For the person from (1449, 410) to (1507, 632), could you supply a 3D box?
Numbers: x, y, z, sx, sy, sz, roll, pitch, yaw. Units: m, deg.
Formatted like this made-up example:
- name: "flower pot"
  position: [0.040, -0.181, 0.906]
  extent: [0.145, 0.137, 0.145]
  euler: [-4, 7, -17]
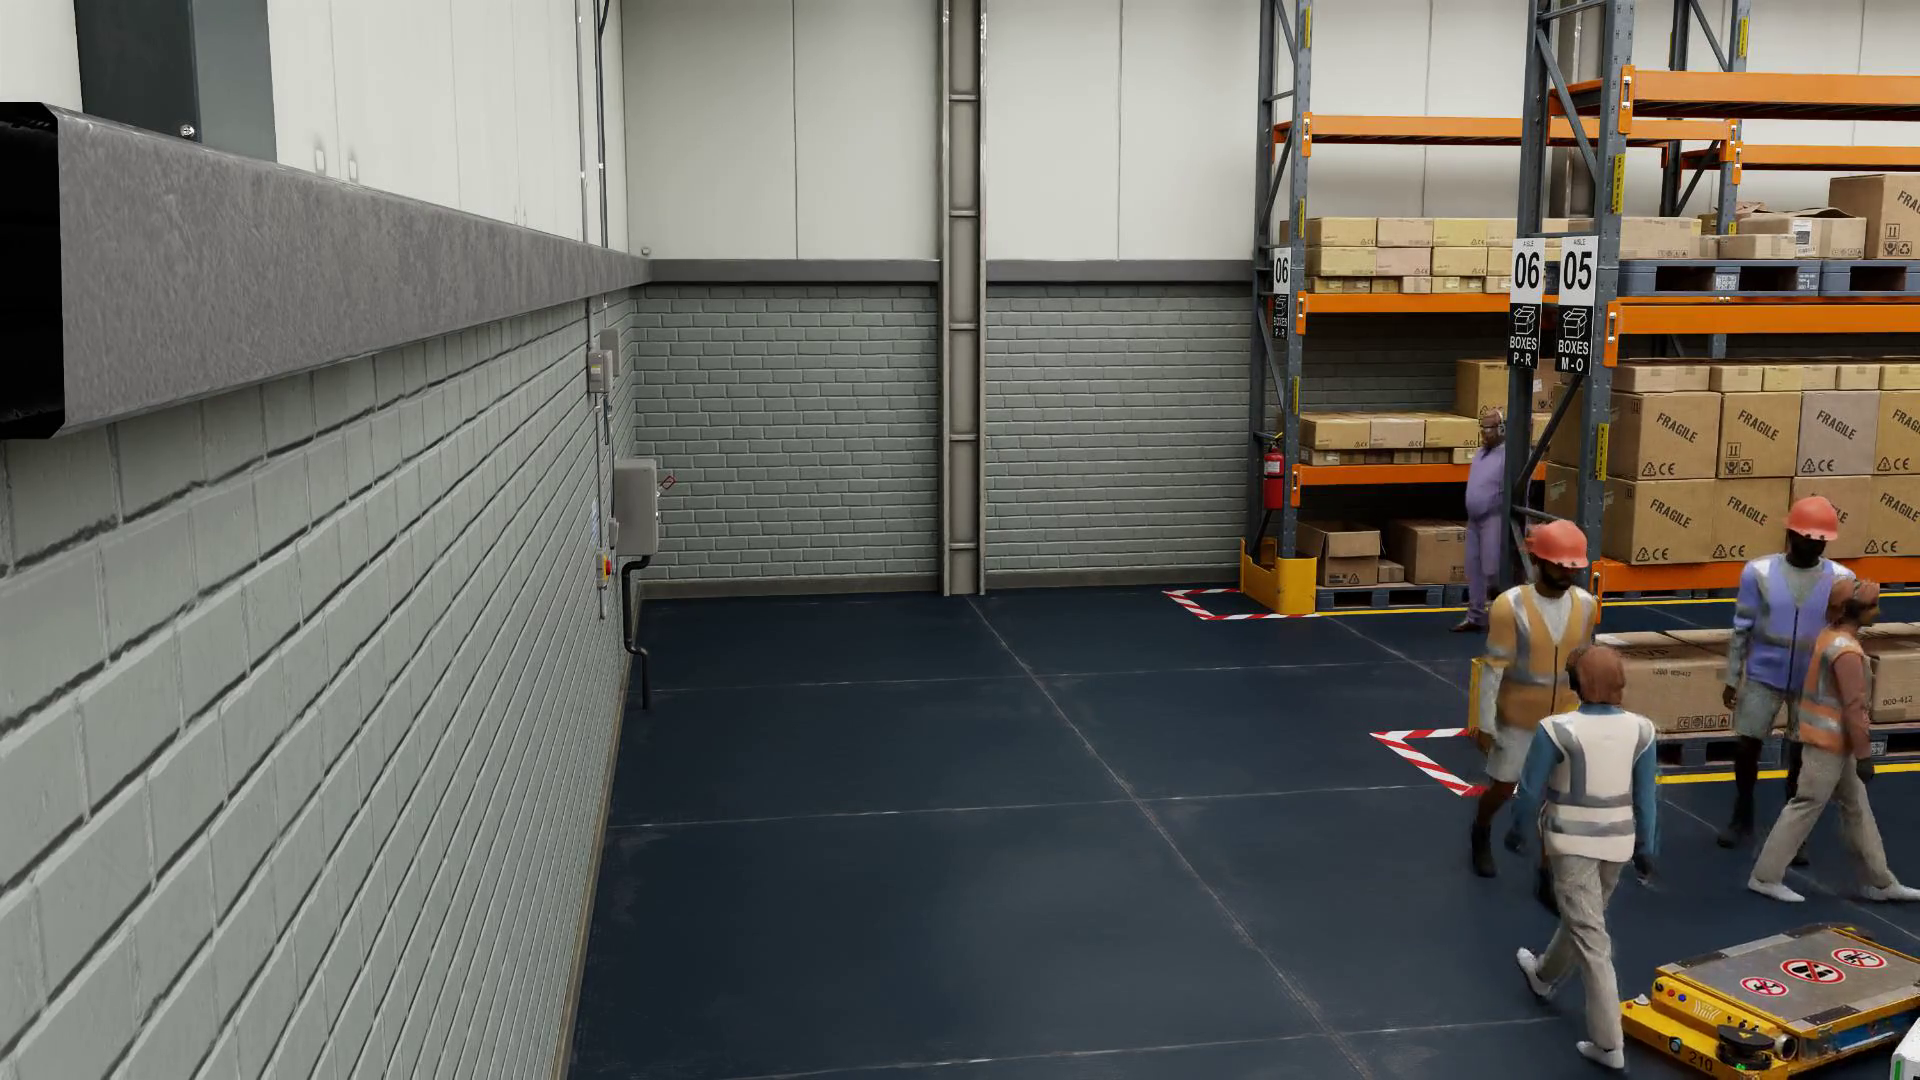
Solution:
- name: "person"
  position: [4.486, -0.147, 13.877]
  extent: [0.664, 1.888, 0.650]
  euler: [-2, 9, -13]

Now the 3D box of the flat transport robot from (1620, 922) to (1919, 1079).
- name: "flat transport robot"
  position: [3.354, 1.831, 6.644]
  extent: [1.431, 0.197, 0.652]
  euler: [-5, 10, -27]

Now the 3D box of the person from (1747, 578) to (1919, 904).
- name: "person"
  position: [4.197, 0.969, 7.889]
  extent: [0.796, 1.594, 0.530]
  euler: [4, 10, 22]

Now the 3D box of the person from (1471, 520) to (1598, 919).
- name: "person"
  position: [2.720, 0.801, 8.034]
  extent: [0.563, 1.899, 0.801]
  euler: [-2, 9, -10]

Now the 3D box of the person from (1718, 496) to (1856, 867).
- name: "person"
  position: [4.232, 0.711, 8.516]
  extent: [0.573, 1.911, 0.555]
  euler: [4, 10, 22]

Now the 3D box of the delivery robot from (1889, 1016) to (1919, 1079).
- name: "delivery robot"
  position: [3.468, 1.791, 5.733]
  extent: [0.477, 0.478, 0.707]
  euler: [8, 12, 41]

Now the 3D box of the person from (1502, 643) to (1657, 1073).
- name: "person"
  position: [2.415, 1.188, 6.538]
  extent: [0.509, 1.586, 0.874]
  euler: [-2, 10, -14]
